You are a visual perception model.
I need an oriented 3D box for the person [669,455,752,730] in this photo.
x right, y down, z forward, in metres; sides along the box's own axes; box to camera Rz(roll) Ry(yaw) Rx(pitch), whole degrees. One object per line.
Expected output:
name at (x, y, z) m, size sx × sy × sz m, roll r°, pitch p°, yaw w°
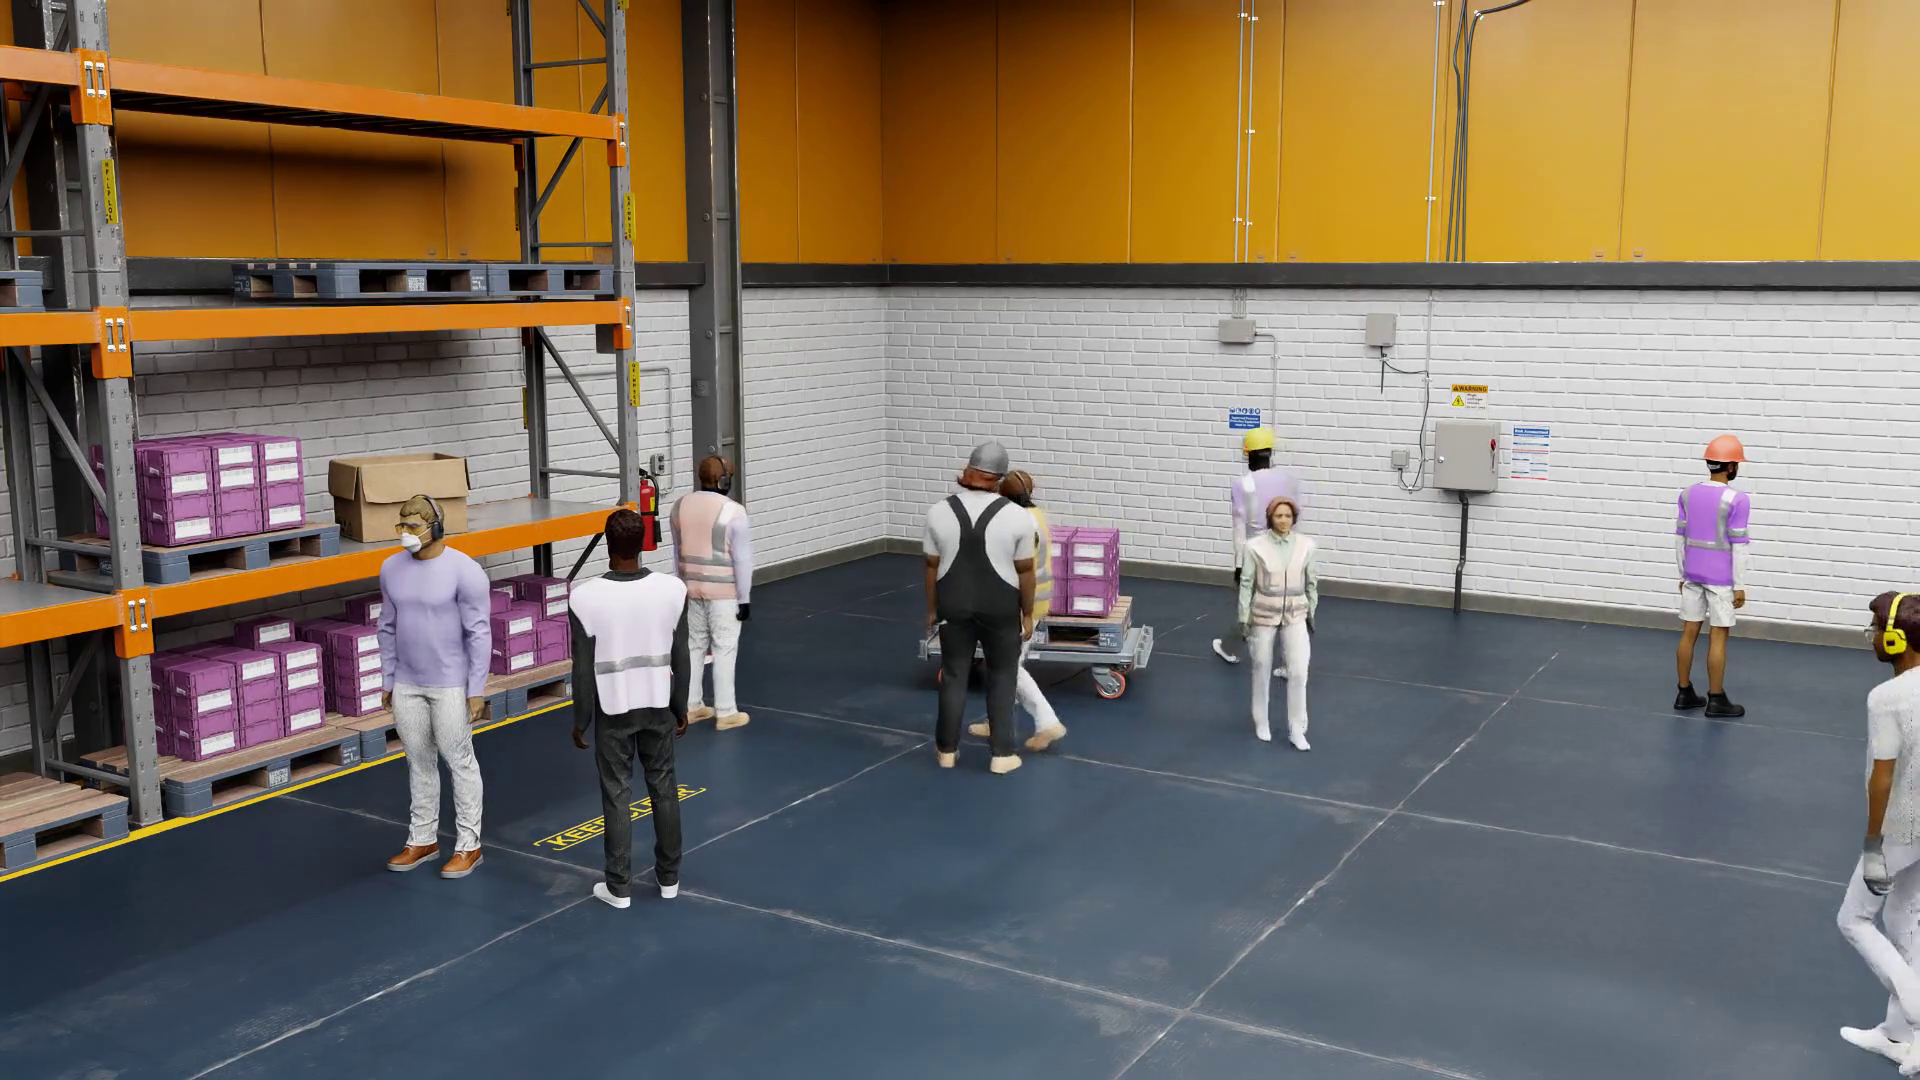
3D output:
person at (-1.633, 0.350, 11.088) m, size 0.619 × 1.838 × 0.429 m, roll 5°, pitch 10°, yaw 30°

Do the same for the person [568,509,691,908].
person at (-1.571, 0.807, 7.968) m, size 0.591 × 1.920 × 0.393 m, roll -5°, pitch 10°, yaw -28°

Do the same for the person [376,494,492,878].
person at (-2.655, 0.731, 8.377) m, size 0.635 × 1.938 × 0.359 m, roll 3°, pitch 10°, yaw 19°

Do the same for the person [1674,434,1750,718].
person at (5.175, 0.243, 11.422) m, size 0.376 × 1.939 × 0.547 m, roll -4°, pitch 10°, yaw -25°

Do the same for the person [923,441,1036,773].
person at (0.139, 0.391, 10.180) m, size 0.692 × 2.000 × 0.535 m, roll 2°, pitch 9°, yaw 15°

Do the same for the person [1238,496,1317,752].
person at (2.042, 0.533, 10.600) m, size 0.540 × 1.619 × 0.706 m, roll -1°, pitch 9°, yaw -5°

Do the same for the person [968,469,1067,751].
person at (0.375, 0.442, 10.591) m, size 0.604 × 1.810 × 0.623 m, roll 1°, pitch 9°, yaw 4°

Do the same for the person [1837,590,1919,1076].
person at (3.587, 1.119, 6.245) m, size 0.555 × 1.847 × 0.476 m, roll -4°, pitch 10°, yaw -22°

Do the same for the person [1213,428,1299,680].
person at (2.288, 0.086, 12.611) m, size 0.626 × 1.866 × 1.005 m, roll -3°, pitch 10°, yaw -19°
